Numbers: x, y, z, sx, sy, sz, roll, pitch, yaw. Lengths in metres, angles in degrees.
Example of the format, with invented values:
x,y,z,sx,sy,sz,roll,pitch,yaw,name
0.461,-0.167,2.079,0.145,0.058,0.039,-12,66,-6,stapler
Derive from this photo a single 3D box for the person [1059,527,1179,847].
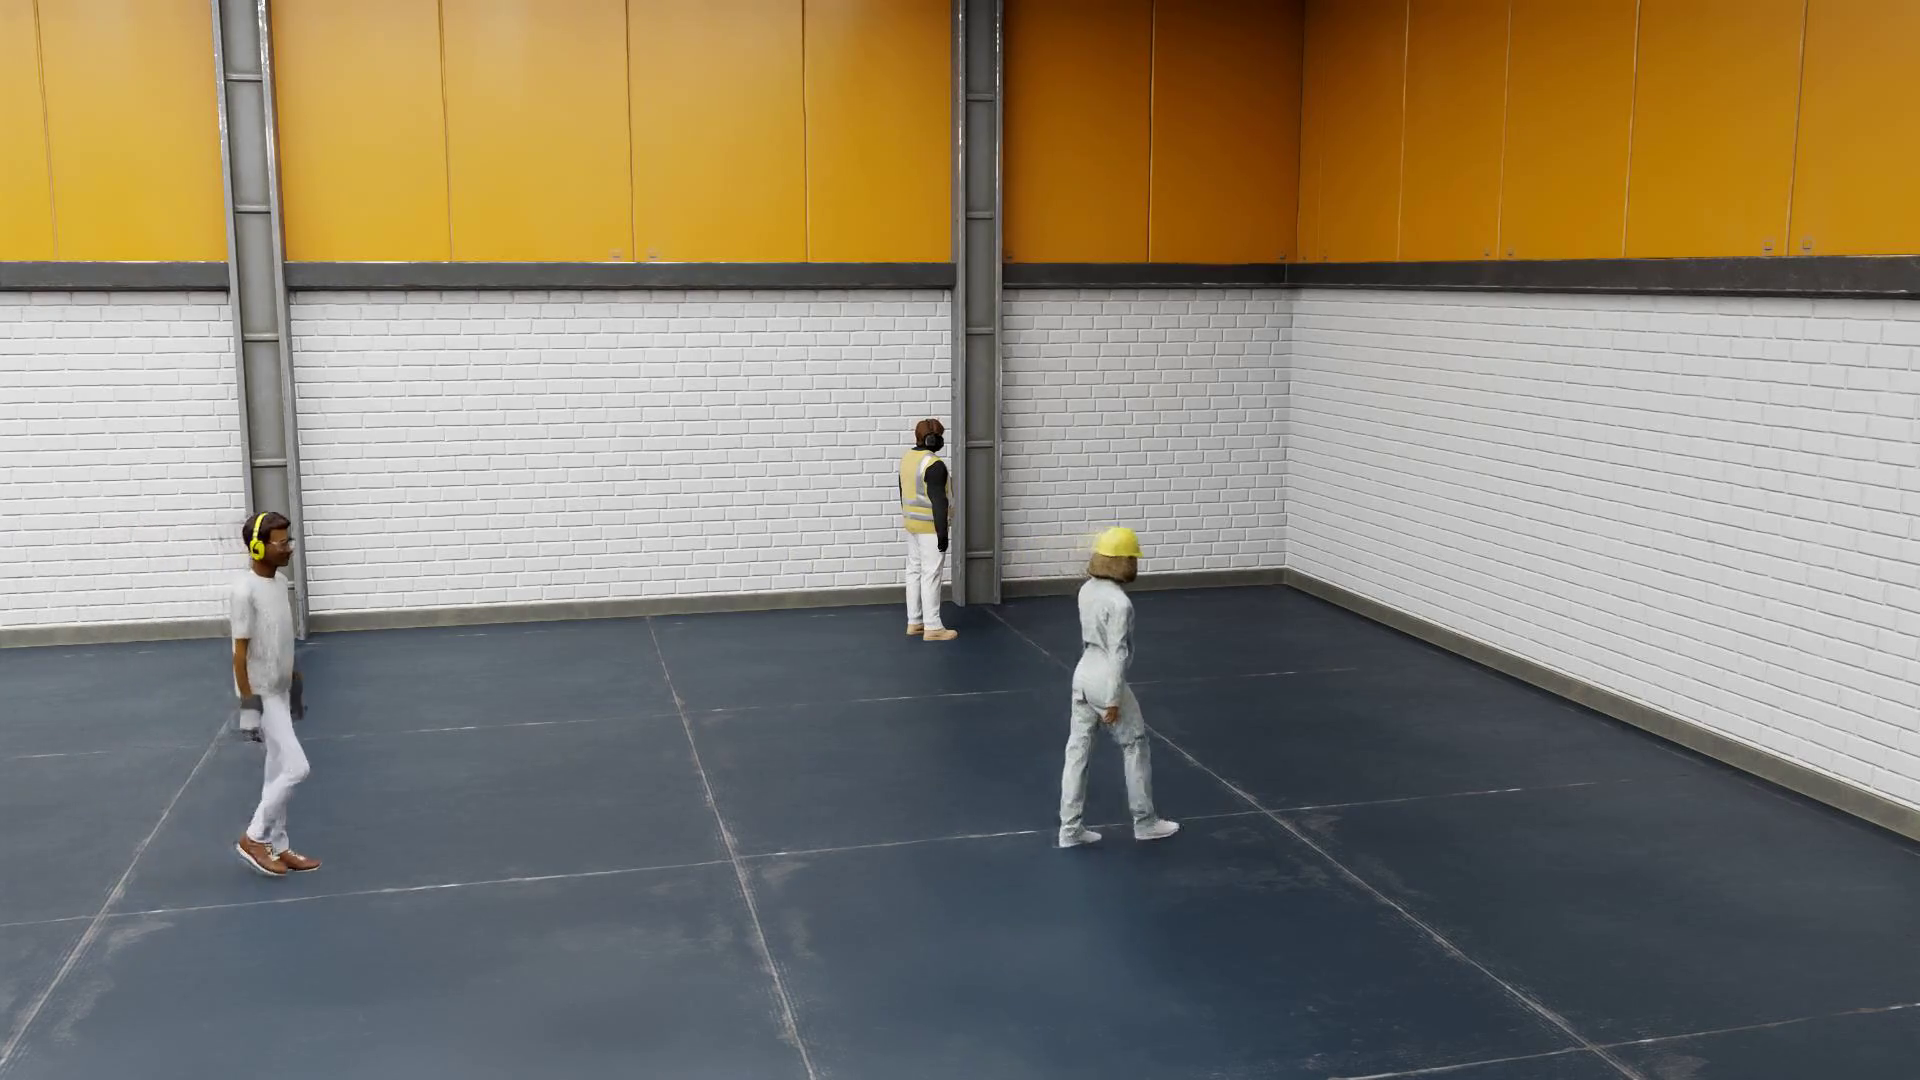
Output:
x,y,z,sx,sy,sz,roll,pitch,yaw,name
0.847,0.775,8.840,0.778,1.709,0.492,-5,10,-28,person

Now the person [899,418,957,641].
x,y,z,sx,sy,sz,roll,pitch,yaw,name
-0.257,-0.091,13.832,0.429,1.842,0.636,-5,10,-28,person

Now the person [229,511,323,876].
x,y,z,sx,sy,sz,roll,pitch,yaw,name
-3.416,0.782,8.334,0.385,1.855,0.547,0,9,-1,person
